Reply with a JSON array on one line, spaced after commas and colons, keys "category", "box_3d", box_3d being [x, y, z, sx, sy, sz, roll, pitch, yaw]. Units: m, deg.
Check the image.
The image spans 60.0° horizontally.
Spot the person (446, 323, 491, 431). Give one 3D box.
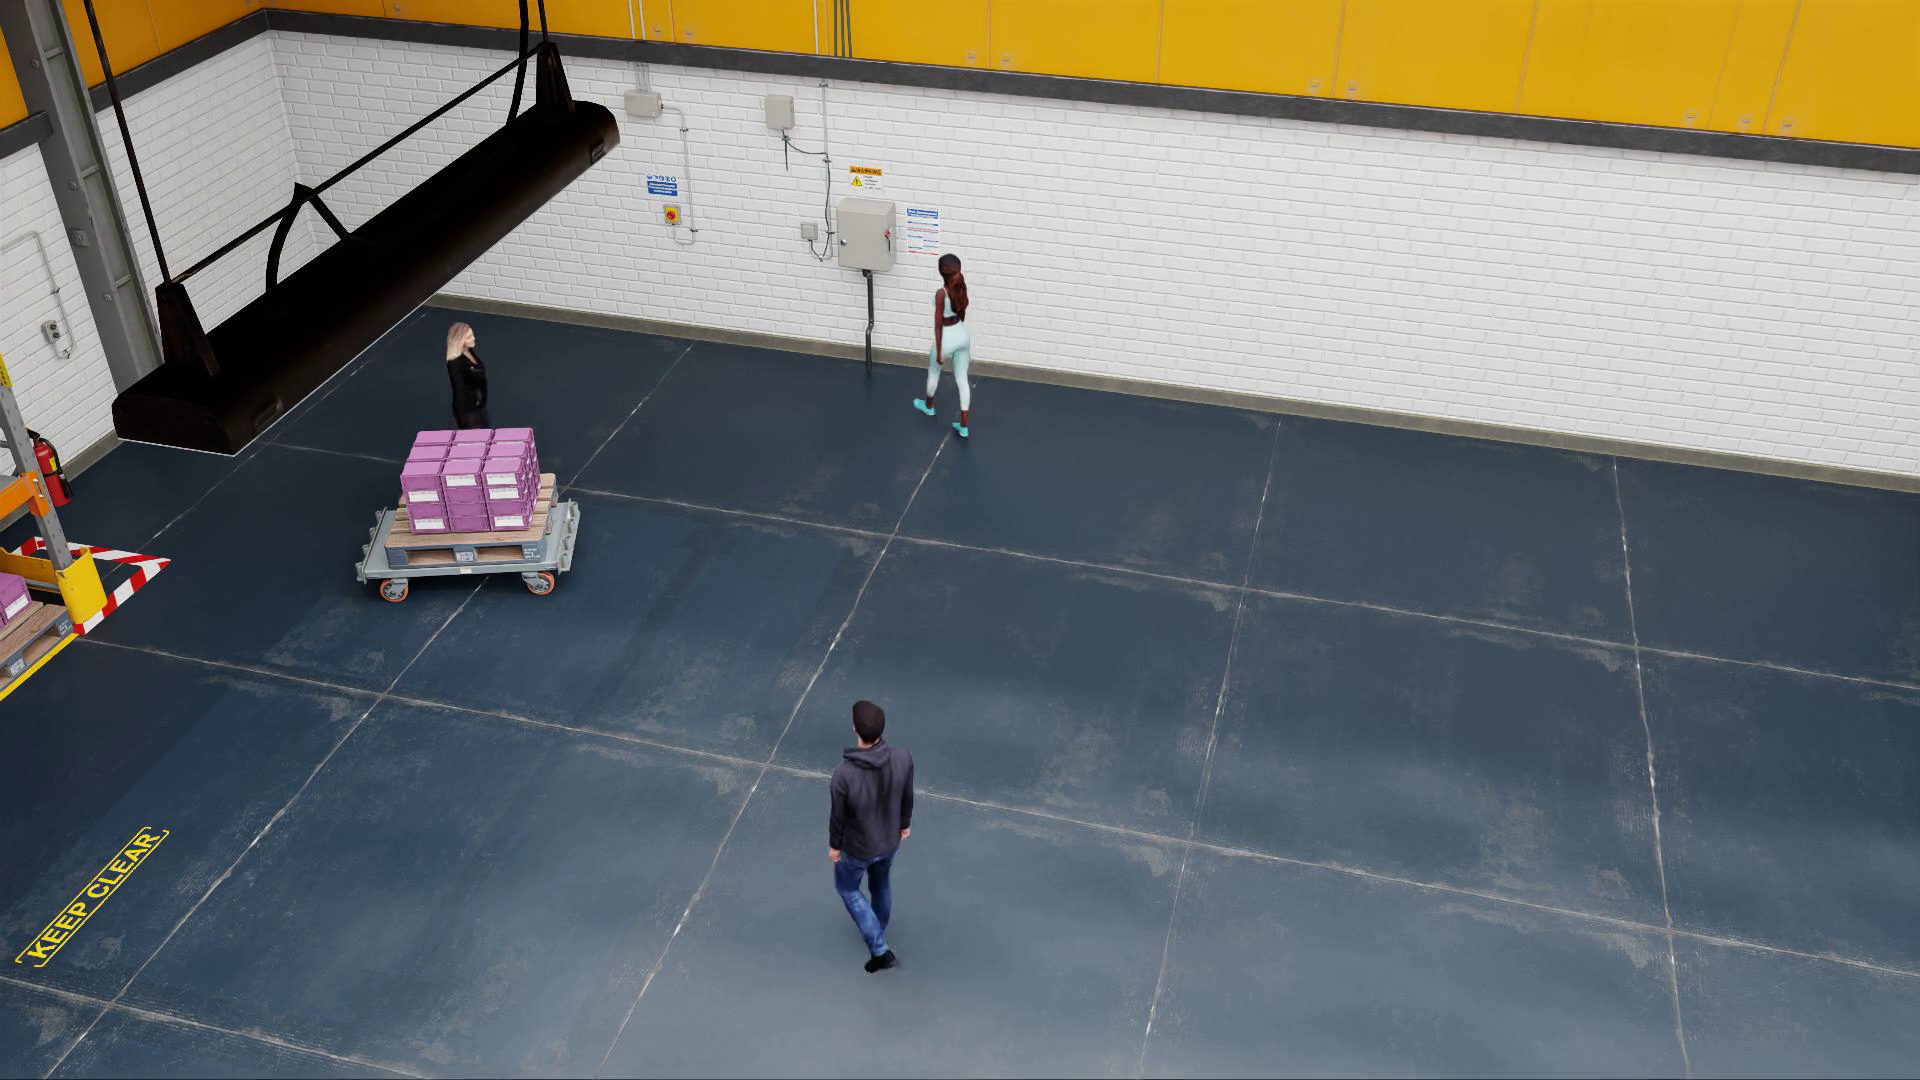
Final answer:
[{"category": "person", "box_3d": [-4.225, -1.062, 14.043, 0.873, 1.670, 0.873, -5, 34, -8]}]

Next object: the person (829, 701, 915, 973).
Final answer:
[{"category": "person", "box_3d": [-0.492, 1.771, 9.596, 0.971, 1.876, 1.033, -17, 37, -24]}]

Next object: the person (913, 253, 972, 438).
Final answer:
[{"category": "person", "box_3d": [-0.025, -1.727, 15.022, 1.000, 1.696, 0.992, -23, 40, -31]}]
